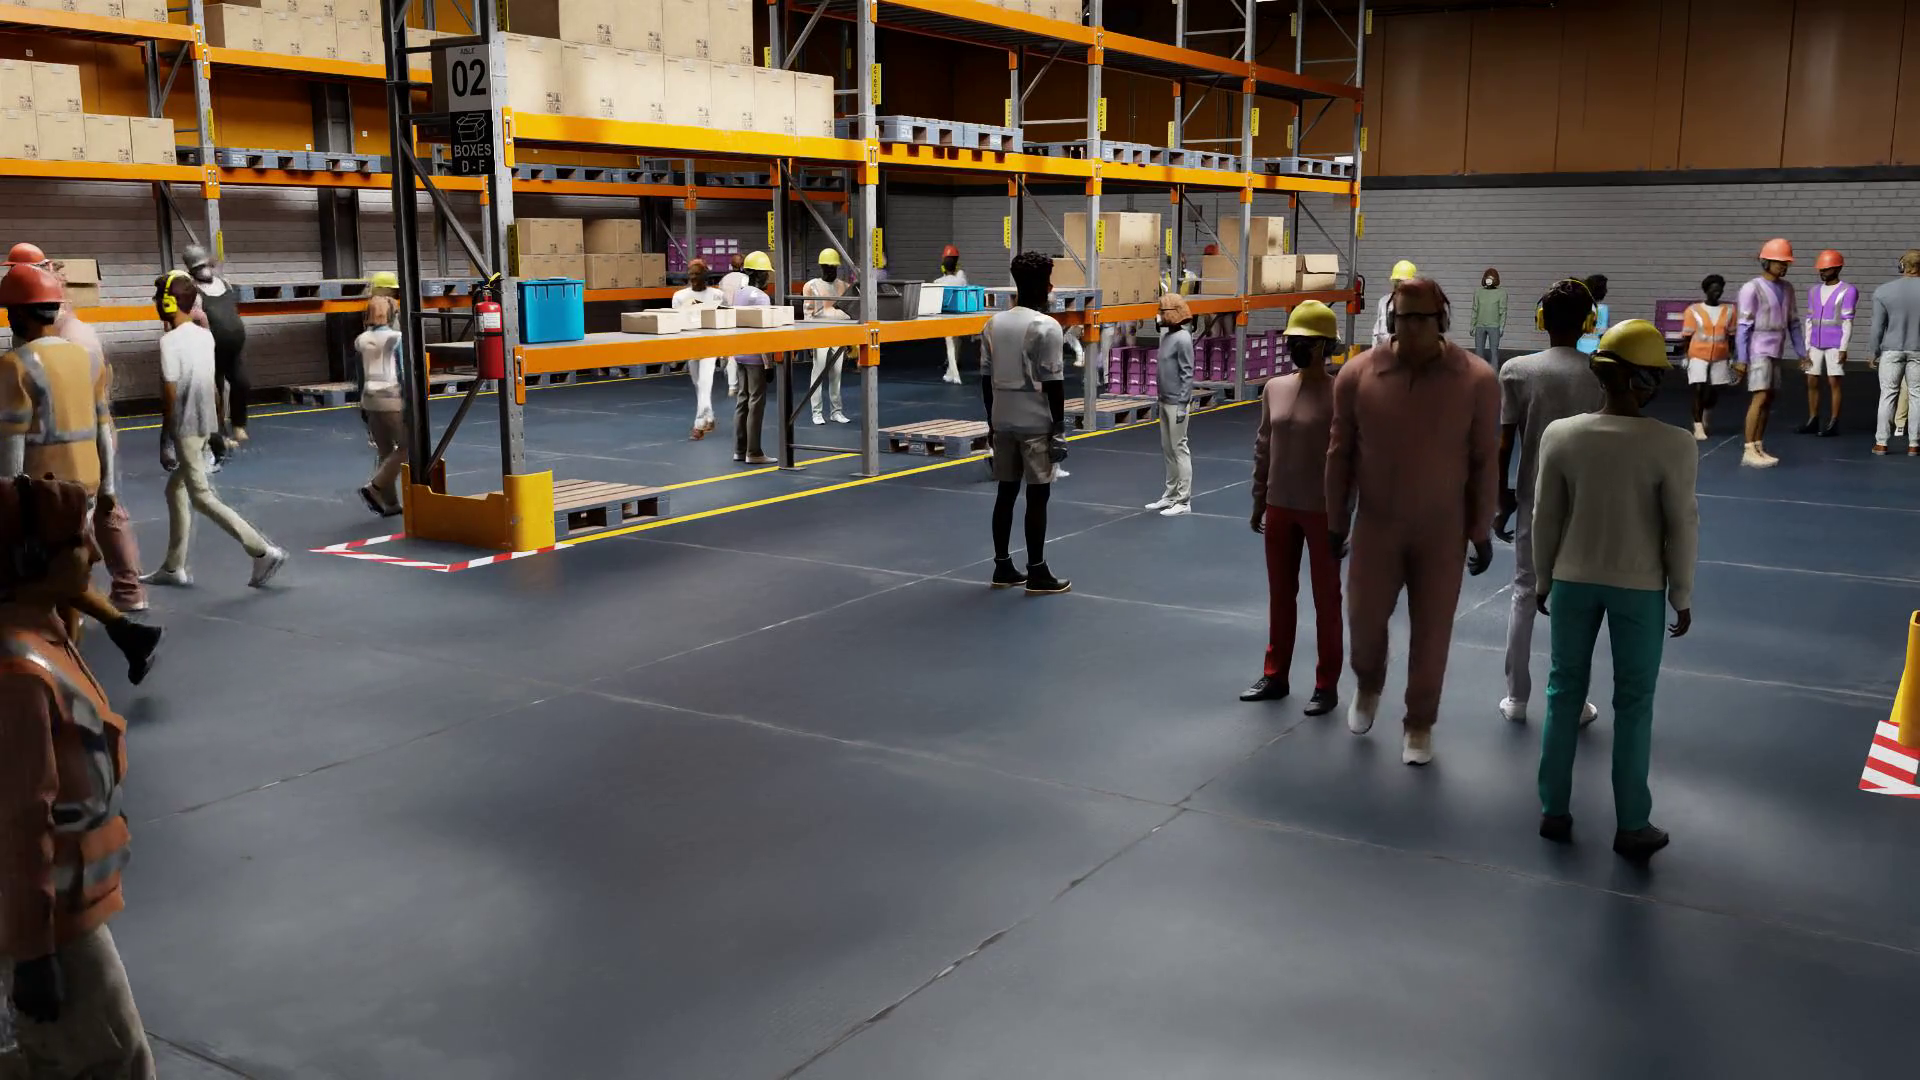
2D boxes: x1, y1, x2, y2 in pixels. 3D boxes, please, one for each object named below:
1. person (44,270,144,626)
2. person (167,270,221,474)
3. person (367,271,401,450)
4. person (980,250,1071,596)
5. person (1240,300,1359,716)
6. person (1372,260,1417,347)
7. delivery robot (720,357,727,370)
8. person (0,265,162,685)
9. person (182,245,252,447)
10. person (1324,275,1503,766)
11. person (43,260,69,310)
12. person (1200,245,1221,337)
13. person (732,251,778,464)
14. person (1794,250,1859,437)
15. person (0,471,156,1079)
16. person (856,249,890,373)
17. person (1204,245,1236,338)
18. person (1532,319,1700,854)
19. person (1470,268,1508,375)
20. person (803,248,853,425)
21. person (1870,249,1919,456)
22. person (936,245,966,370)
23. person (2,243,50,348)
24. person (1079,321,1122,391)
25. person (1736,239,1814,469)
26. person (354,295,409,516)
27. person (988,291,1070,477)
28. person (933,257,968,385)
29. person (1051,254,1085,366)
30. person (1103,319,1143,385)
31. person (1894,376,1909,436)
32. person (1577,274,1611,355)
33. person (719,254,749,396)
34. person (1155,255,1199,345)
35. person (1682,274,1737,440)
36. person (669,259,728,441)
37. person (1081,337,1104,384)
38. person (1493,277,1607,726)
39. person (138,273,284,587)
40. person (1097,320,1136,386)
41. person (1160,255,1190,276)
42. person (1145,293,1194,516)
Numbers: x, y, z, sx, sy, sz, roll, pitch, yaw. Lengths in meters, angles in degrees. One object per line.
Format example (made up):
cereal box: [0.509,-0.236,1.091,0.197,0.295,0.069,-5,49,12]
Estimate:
person: [-4.718,-0.470,8.741,0.720,1.872,0.665,-7,13,-36]
person: [-6.668,-1.439,14.366,0.532,1.767,0.326,6,12,32]
person: [-5.423,-1.668,15.751,0.418,1.730,0.501,0,10,0]
person: [0.383,-0.666,9.527,0.361,1.963,0.618,-9,14,-41]
person: [1.477,-0.139,7.156,0.525,1.772,0.303,10,14,44]
person: [4.107,-1.687,15.552,0.590,1.835,0.404,9,14,42]
delivery robot: [-3.185,-2.690,24.395,0.477,0.478,0.707,9,13,40]
person: [-3.927,-0.254,7.373,0.747,1.918,0.544,2,10,13]
person: [-7.214,-1.898,16.145,0.547,2.000,0.784,5,11,26]
person: [1.749,-0.076,6.470,0.662,1.890,0.443,3,11,16]
person: [-8.195,-1.598,15.021,0.564,1.846,0.392,9,13,40]
person: [4.563,-4.414,30.381,0.551,1.932,0.378,-7,13,-35]
person: [-1.850,-1.650,15.112,0.393,1.919,0.589,-7,12,-34]
person: [8.938,-2.020,17.162,0.387,1.928,0.544,-5,11,-25]
person: [-1.747,0.686,3.025,0.633,1.620,0.511,-6,12,-30]
person: [-1.306,-3.472,25.243,0.486,1.906,0.675,8,13,38]
person: [3.832,-3.373,24.471,0.631,1.992,0.508,-5,12,-27]
person: [2.175,0.153,5.547,0.533,1.765,0.319,9,13,39]
person: [7.260,-2.911,22.883,0.500,1.636,0.281,8,13,39]
person: [-1.447,-2.240,18.348,0.587,1.930,0.359,-7,12,-34]
person: [8.883,-1.751,15.628,0.629,1.936,0.373,5,11,26]
person: [-0.134,-3.612,25.932,0.356,1.939,0.543,-7,12,-32]
person: [-7.342,-1.354,13.260,0.379,1.995,0.612,-5,11,-24]
person: [1.885,-2.914,22.361,0.600,1.827,0.404,1,10,5]
person: [7.257,-1.668,14.885,0.626,2.035,0.437,-6,12,-30]
person: [-4.193,-0.959,12.072,0.525,1.620,0.447,5,12,27]
person: [0.588,-1.303,14.019,0.721,1.618,0.513,-9,14,-41]
person: [-0.109,-3.093,23.491,0.496,1.802,1.007,-2,10,-10]
person: [1.625,-3.654,26.541,0.887,1.809,0.624,-6,12,-31]
person: [2.268,-3.139,23.175,0.610,1.986,0.392,3,11,15]
person: [9.905,-1.859,17.092,0.495,1.628,0.283,5,11,24]
person: [6.460,-1.906,17.168,0.710,1.676,0.537,-1,10,-7]
person: [-2.828,-2.779,21.584,0.626,1.844,0.429,7,13,35]
person: [3.004,-3.040,23.072,0.621,1.835,0.430,0,10,1]
person: [7.622,-1.872,16.995,0.533,1.683,0.577,1,10,6]
person: [-2.676,-1.966,17.129,0.586,1.837,1.006,1,10,7]
person: [1.983,-3.160,23.425,0.630,1.940,0.372,8,13,37]
person: [2.489,-0.151,6.941,0.509,1.872,0.328,4,11,22]
person: [-4.413,-0.622,9.650,0.875,1.845,0.524,0,10,3]
person: [2.160,-3.070,23.270,1.092,1.831,0.663,-7,13,-35]
person: [3.565,-3.854,27.517,0.580,1.858,0.866,-3,11,-17]
person: [1.568,-0.998,12.290,0.264,1.632,0.508,-2,10,-12]
